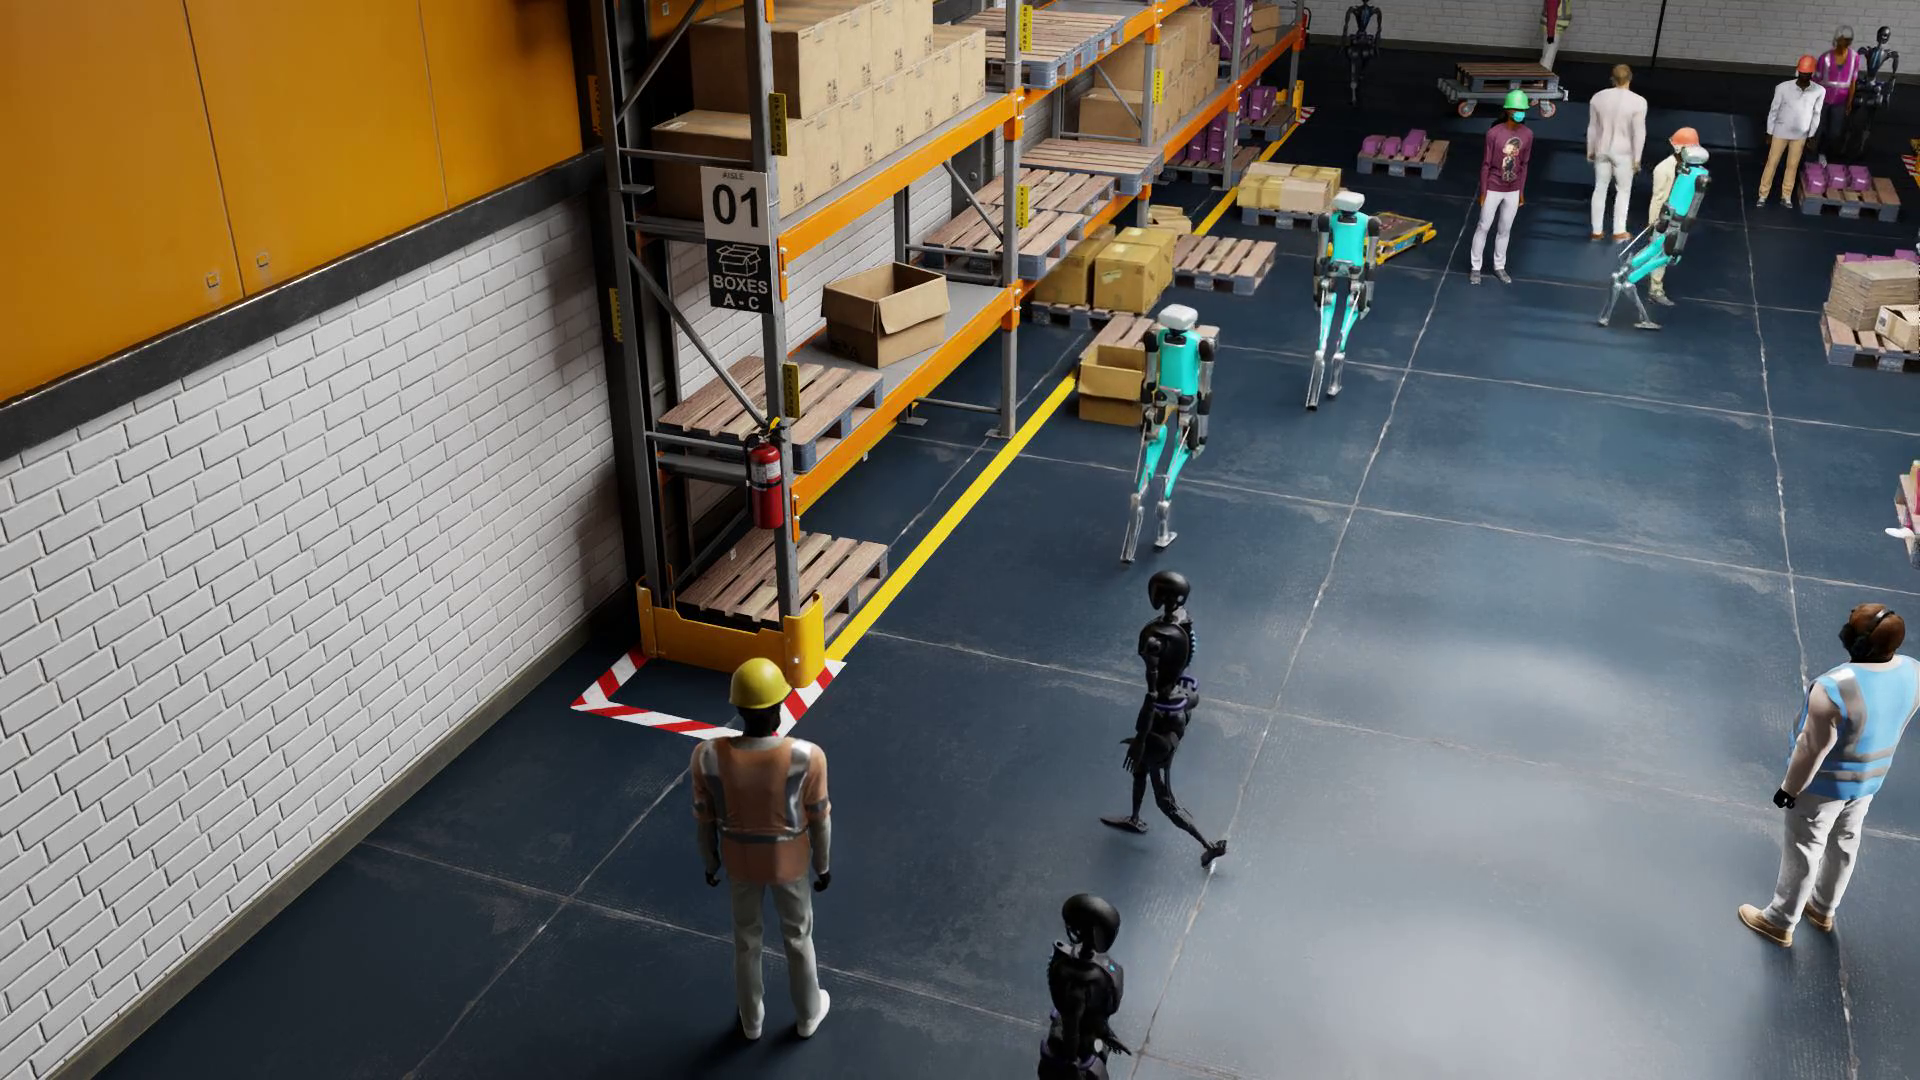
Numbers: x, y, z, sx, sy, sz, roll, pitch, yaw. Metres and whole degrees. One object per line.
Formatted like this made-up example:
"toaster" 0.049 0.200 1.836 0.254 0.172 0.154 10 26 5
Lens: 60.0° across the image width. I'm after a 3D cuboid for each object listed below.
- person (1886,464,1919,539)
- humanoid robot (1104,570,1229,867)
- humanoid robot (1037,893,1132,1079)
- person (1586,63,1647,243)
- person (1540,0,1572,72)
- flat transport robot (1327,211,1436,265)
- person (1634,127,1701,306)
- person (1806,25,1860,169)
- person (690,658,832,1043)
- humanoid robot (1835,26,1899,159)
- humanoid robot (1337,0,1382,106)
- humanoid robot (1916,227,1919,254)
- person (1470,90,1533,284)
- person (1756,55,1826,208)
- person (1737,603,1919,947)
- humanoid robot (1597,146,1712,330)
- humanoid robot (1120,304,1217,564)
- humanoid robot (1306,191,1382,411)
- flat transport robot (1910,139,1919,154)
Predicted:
"person" 6.935 -0.761 11.746 0.283 1.628 0.503 24 36 39
"humanoid robot" 1.090 0.914 8.502 0.737 1.654 0.616 12 30 22
"humanoid robot" 0.444 2.013 6.371 0.794 1.636 0.611 7 28 14
"person" 7.106 -4.217 18.148 0.668 1.910 0.405 22 35 36
"person" 8.846 -7.584 24.762 0.429 1.830 0.637 13 30 23
"flat transport robot" 4.577 -3.295 18.141 0.659 0.231 1.431 21 34 35
"person" 6.945 -3.212 16.376 0.574 1.735 0.577 -19 33 -32
"person" 10.772 -5.430 20.577 0.534 1.830 0.445 6 28 11
"person" -0.849 1.378 7.274 0.588 1.923 0.380 1 27 2
"humanoid robot" 11.613 -5.731 21.328 0.613 1.644 0.383 15 31 26
"humanoid robot" 5.826 -7.214 24.258 0.611 1.620 0.774 1 27 2
"humanoid robot" 9.285 -2.738 15.535 0.545 1.834 0.788 -1 27 -2
"person" 5.486 -3.577 16.852 0.489 1.955 0.418 -3 27 -5
"person" 9.662 -4.744 19.332 0.561 1.751 0.324 6 28 12
"person" 4.129 1.109 7.881 0.626 1.847 0.429 -11 29 -20
"humanoid robot" 6.389 -2.759 15.527 0.901 1.803 0.537 -1 27 -2
"humanoid robot" 1.370 -0.630 11.488 0.547 1.893 0.784 16 32 29
"humanoid robot" 3.142 -1.921 13.979 0.550 1.889 0.800 13 30 24
"flat transport robot" 13.221 -5.103 21.648 1.431 0.231 0.659 10 29 18
